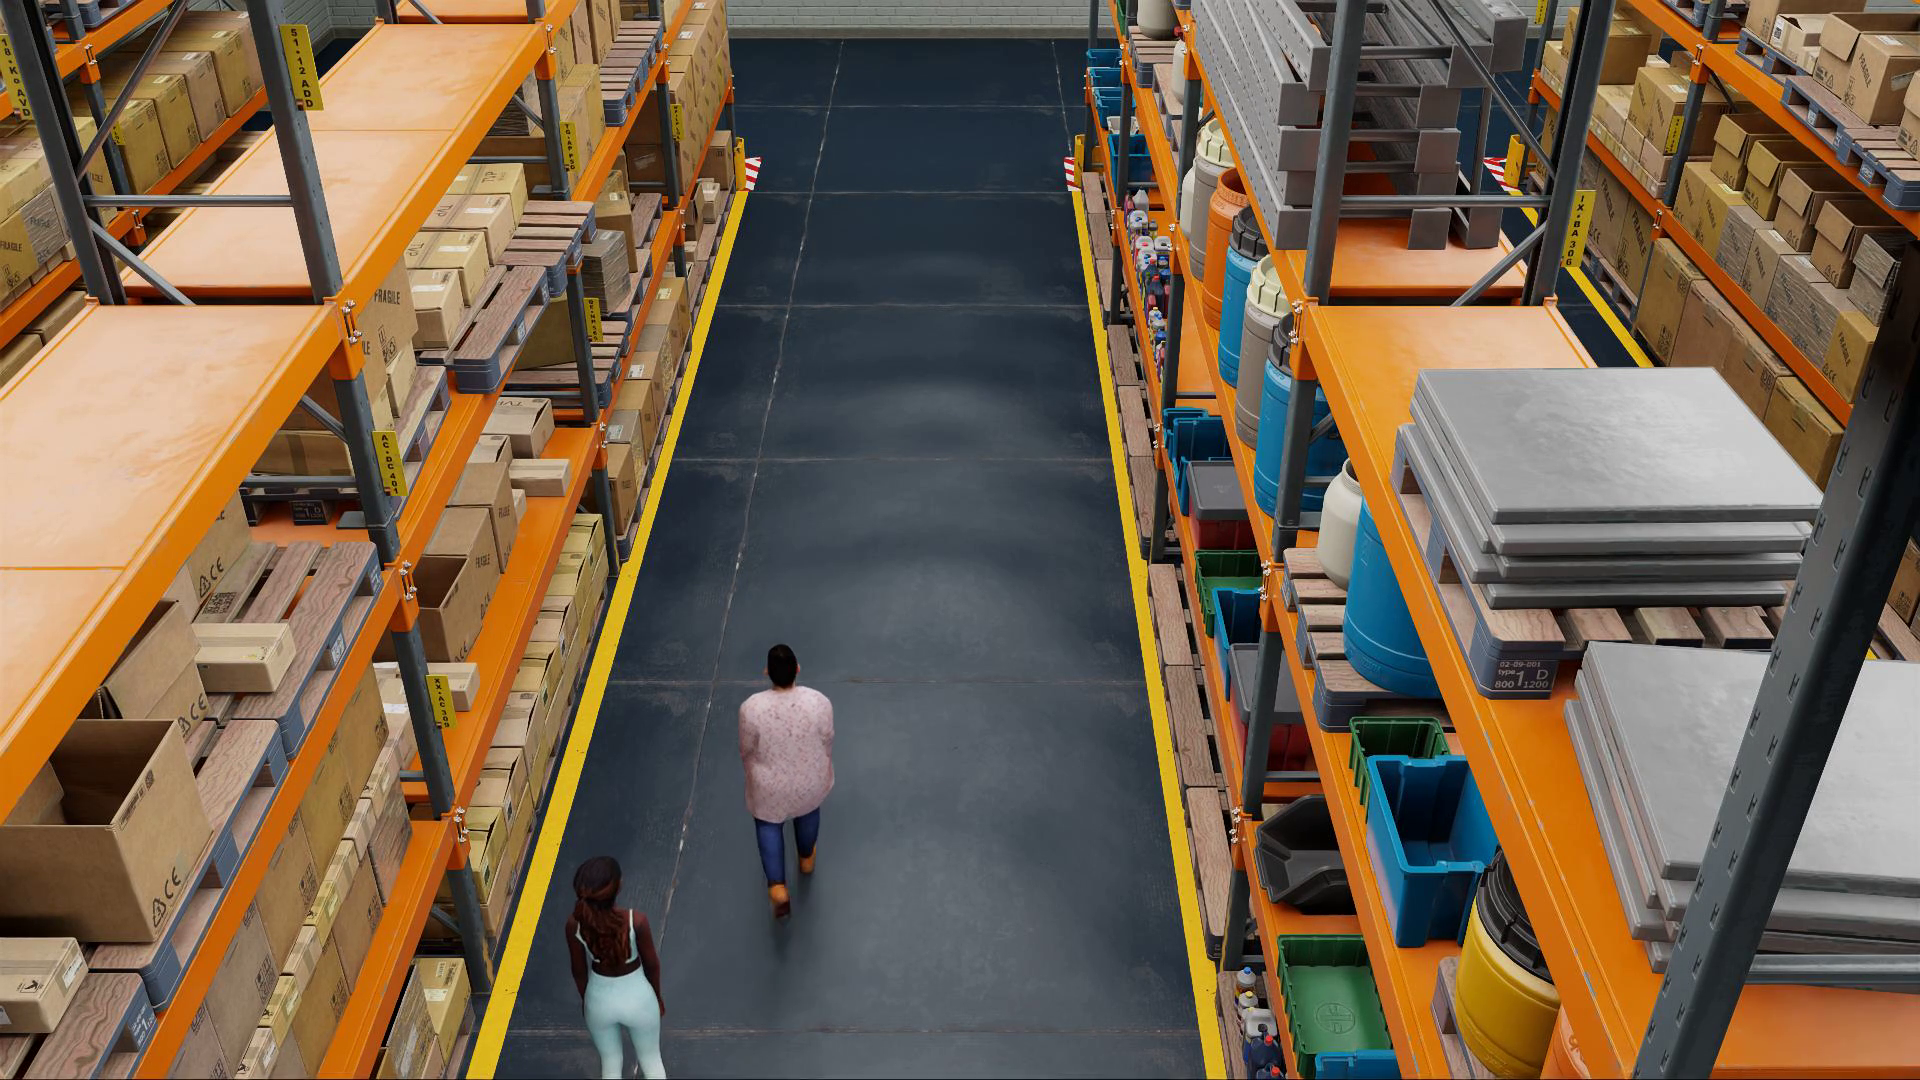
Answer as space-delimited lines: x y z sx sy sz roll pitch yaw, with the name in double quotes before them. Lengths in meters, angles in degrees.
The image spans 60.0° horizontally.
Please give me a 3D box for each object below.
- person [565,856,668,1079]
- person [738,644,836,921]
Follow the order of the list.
"person" -1.606 2.182 7.850 0.562 1.726 0.521 -1 33 -2
"person" -0.952 1.327 9.168 0.756 1.722 1.017 -4 33 -6
